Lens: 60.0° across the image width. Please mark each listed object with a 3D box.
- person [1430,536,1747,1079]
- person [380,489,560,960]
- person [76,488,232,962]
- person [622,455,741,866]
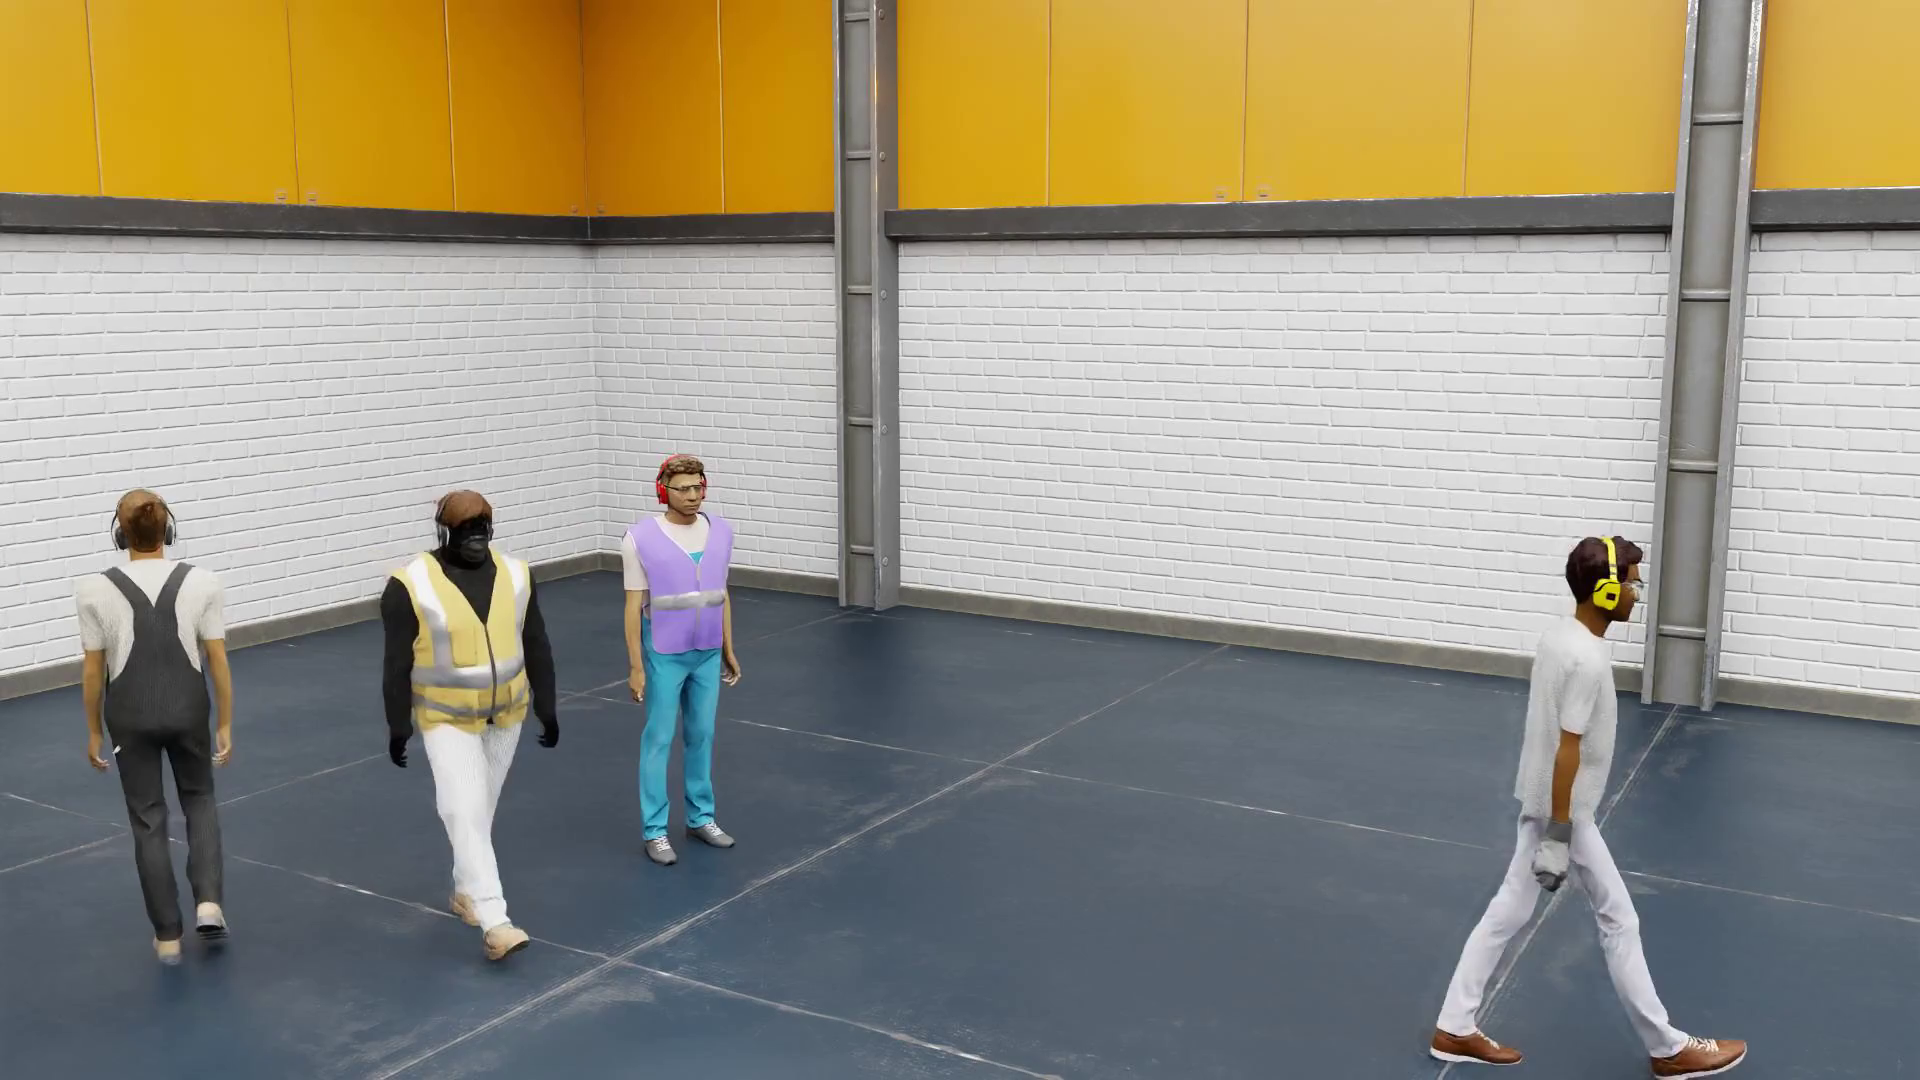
[{"bbox_3d":[2.047,0.883,5.437,0.990,1.804,0.540,1,9,5],"label":"person"},{"bbox_3d":[-1.842,0.713,6.498,0.654,1.802,0.901,-8,12,-43],"label":"person"},{"bbox_3d":[-3.091,0.713,6.418,0.503,1.832,0.401,-5,11,-31],"label":"person"},{"bbox_3d":[-1.271,0.524,7.560,0.572,1.843,0.373,-9,12,-43],"label":"person"}]
